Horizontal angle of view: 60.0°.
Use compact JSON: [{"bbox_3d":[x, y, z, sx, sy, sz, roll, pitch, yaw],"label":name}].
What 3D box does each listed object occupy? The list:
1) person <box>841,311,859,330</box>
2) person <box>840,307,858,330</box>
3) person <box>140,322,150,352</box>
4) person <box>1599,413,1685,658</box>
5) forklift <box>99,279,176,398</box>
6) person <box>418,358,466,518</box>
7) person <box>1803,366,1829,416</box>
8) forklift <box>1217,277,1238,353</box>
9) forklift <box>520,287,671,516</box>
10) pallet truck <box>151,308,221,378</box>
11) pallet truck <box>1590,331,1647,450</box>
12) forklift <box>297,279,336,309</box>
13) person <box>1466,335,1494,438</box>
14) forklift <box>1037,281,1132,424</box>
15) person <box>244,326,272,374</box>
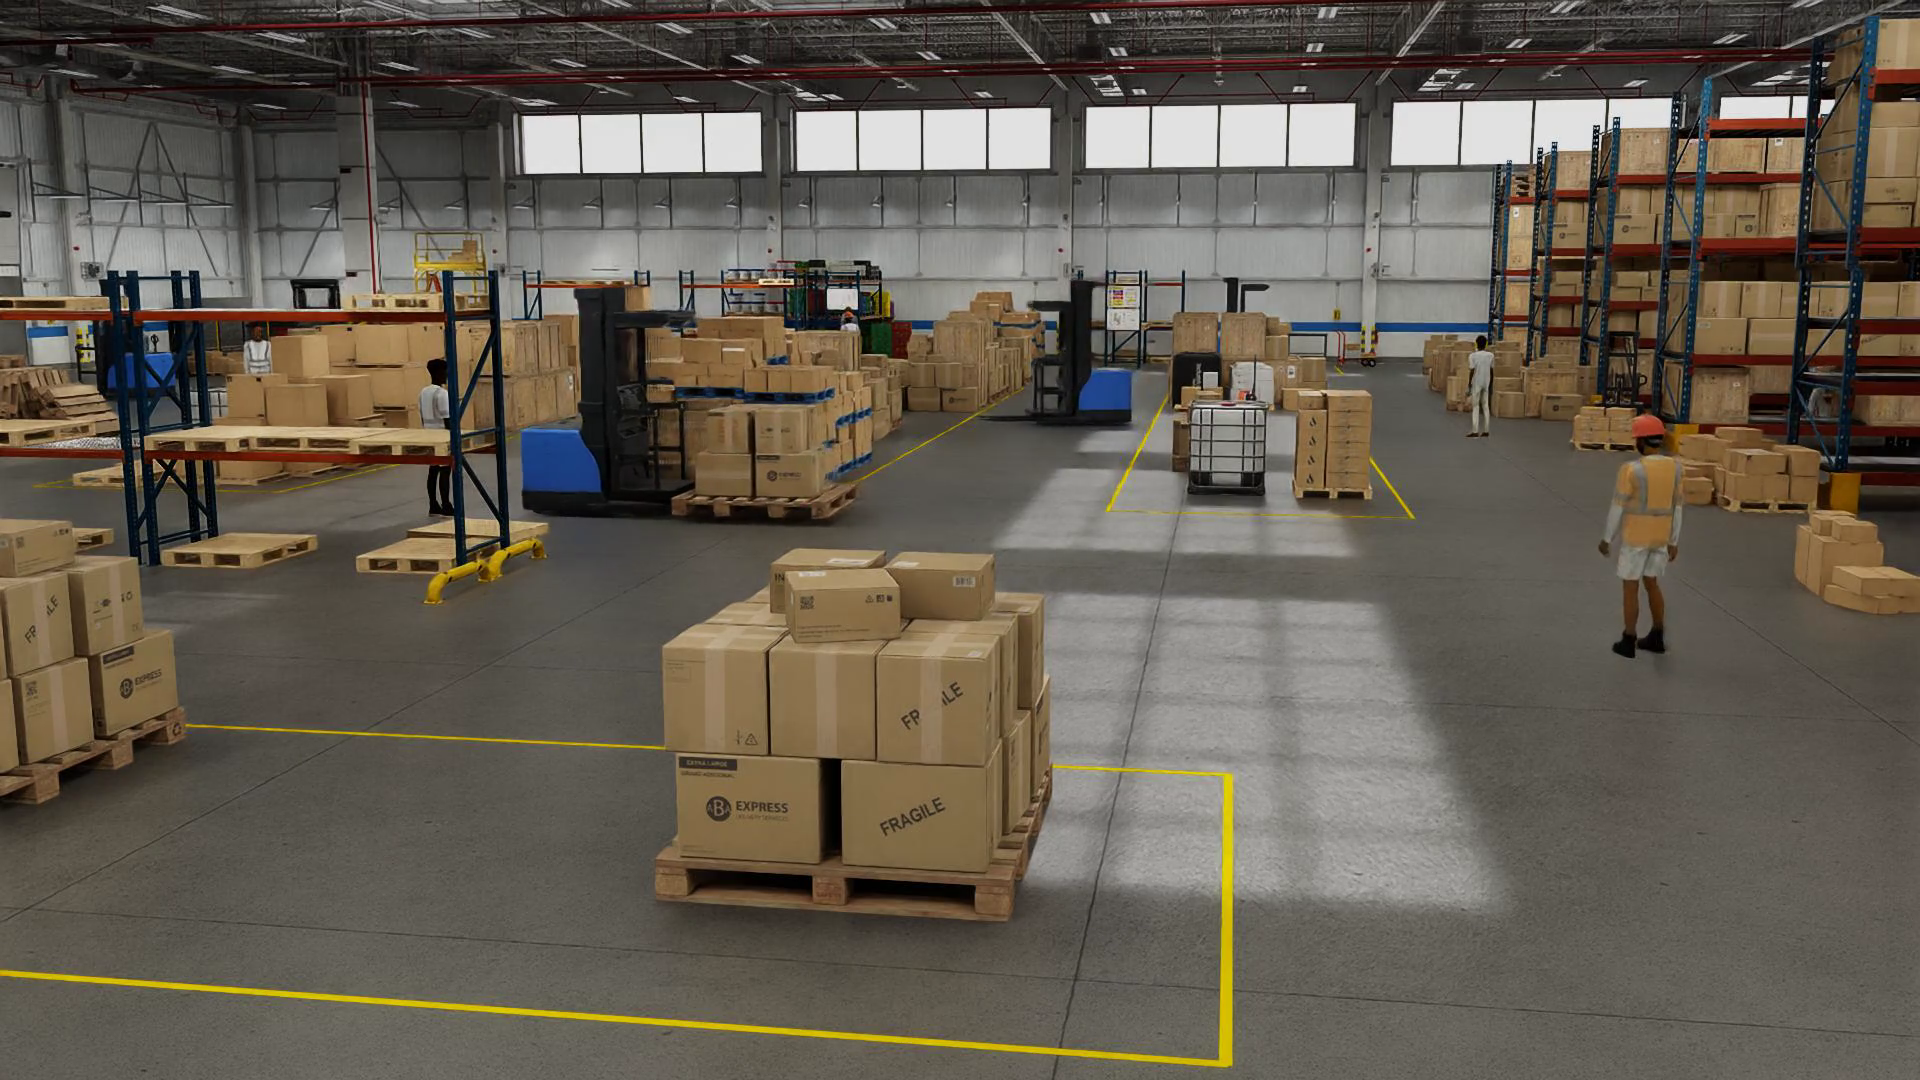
[{"bbox_3d":[-3.000,-5.221,45.049,0.546,1.930,0.390,-6,11,-33],"label":"person"},{"bbox_3d":[-3.437,-6.263,51.472,0.628,1.931,0.364,-7,12,-37],"label":"person"},{"bbox_3d":[-22.851,-5.277,46.313,0.361,1.616,0.575,8,12,40],"label":"person"},{"bbox_3d":[5.343,-0.031,13.044,0.554,1.929,0.431,-3,10,-17],"label":"person"},{"bbox_3d":[-19.638,-4.721,39.032,1.873,2.768,1.129,1,9,9],"label":"forklift"},{"bbox_3d":[-6.379,-1.246,20.411,0.606,1.966,0.367,8,12,41],"label":"person"},{"bbox_3d":[16.460,-2.960,32.103,0.816,1.604,0.520,1,9,6],"label":"person"},{"bbox_3d":[7.882,-6.233,48.353,1.873,2.768,1.129,1,9,9],"label":"forklift"},{"bbox_3d":[-4.451,-1.758,20.755,1.873,2.768,1.129,1,9,9],"label":"forklift"},{"bbox_3d":[-21.869,-5.598,47.154,0.823,1.965,1.885,4,10,26],"label":"pallet truck"},{"bbox_3d":[11.253,-2.573,28.499,0.823,1.965,1.885,5,10,27],"label":"pallet truck"},{"bbox_3d":[-16.002,-5.128,41.544,1.129,2.768,1.873,-3,10,-18],"label":"forklift"},{"bbox_3d":[9.429,-2.779,30.183,0.515,1.866,0.333,-2,9,-12],"label":"person"},{"bbox_3d":[2.396,-3.709,32.792,1.873,2.768,1.129,-1,9,-5],"label":"forklift"},{"bbox_3d":[-14.560,-3.494,34.572,0.605,1.865,0.645,-3,10,-19],"label":"person"}]
